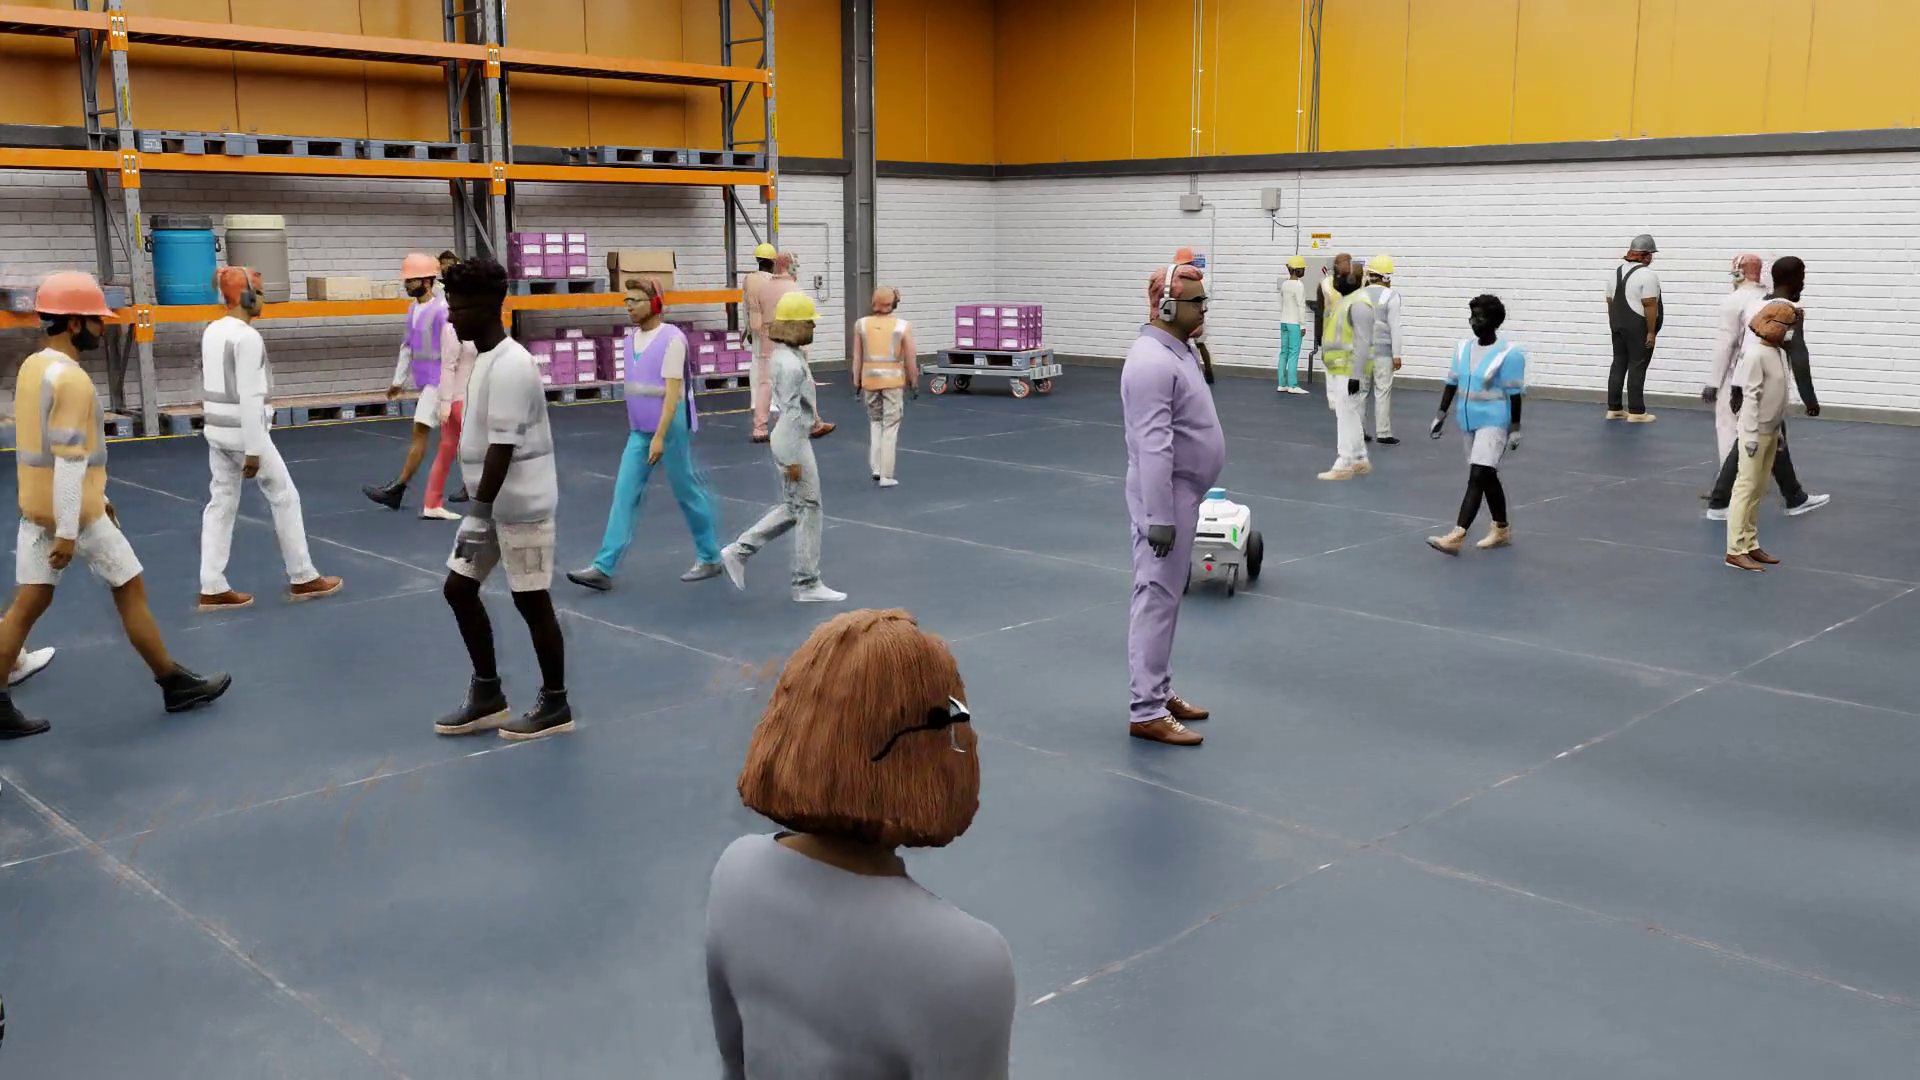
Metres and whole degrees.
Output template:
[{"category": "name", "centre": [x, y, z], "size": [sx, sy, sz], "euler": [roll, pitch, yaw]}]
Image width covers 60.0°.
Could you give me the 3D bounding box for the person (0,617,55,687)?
[{"category": "person", "centre": [-4.416, -0.065, 7.108], "size": [0.526, 1.583, 0.888], "euler": [4, 11, 23]}]

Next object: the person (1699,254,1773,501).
[{"category": "person", "centre": [6.059, -1.258, 12.870], "size": [0.672, 1.896, 0.435], "euler": [-6, 12, -31]}]

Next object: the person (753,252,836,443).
[{"category": "person", "centre": [-1.694, -1.893, 16.370], "size": [0.656, 1.854, 0.981], "euler": [8, 13, 38]}]

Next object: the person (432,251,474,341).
[{"category": "person", "centre": [-5.480, -2.185, 17.970], "size": [0.509, 1.860, 0.318], "euler": [-2, 11, -13]}]

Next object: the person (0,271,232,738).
[{"category": "person", "centre": [-3.602, -0.145, 6.776], "size": [0.552, 1.882, 1.015], "euler": [8, 13, 39]}]

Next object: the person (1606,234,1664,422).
[{"category": "person", "centre": [7.403, -2.314, 18.165], "size": [0.535, 2.000, 0.687], "euler": [-3, 11, -17]}]

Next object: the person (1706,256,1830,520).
[{"category": "person", "centre": [5.795, -1.056, 11.760], "size": [0.969, 1.867, 0.604], "euler": [0, 10, 2]}]

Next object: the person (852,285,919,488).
[{"category": "person", "centre": [-0.584, -1.237, 13.433], "size": [0.540, 1.620, 0.519], "euler": [4, 11, 19]}]

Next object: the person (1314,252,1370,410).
[{"category": "person", "centre": [4.456, -2.434, 19.388], "size": [0.655, 1.834, 0.577], "euler": [2, 11, 11]}]

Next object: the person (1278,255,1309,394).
[{"category": "person", "centre": [4.283, -2.757, 21.328], "size": [0.316, 1.769, 0.525], "euler": [-4, 11, -19]}]

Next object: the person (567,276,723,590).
[{"category": "person", "centre": [-1.783, -0.606, 9.529], "size": [0.574, 1.789, 1.001], "euler": [9, 14, 41]}]

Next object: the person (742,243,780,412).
[{"category": "person", "centre": [-2.236, -2.435, 19.131], "size": [0.594, 1.926, 0.367], "euler": [8, 13, 38]}]

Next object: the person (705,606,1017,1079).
[{"category": "person", "centre": [-0.097, 0.873, 1.897], "size": [0.361, 1.621, 0.518], "euler": [-9, 14, -40]}]

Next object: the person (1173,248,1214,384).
[{"category": "person", "centre": [3.068, -2.957, 22.204], "size": [1.075, 1.846, 0.548], "euler": [-8, 13, -38]}]

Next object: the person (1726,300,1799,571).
[{"category": "person", "centre": [4.895, -0.639, 10.138], "size": [0.282, 1.633, 0.498], "euler": [10, 14, 43]}]

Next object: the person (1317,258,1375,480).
[{"category": "person", "centre": [3.211, -1.408, 13.822], "size": [0.430, 1.854, 0.628], "euler": [0, 10, 1]}]

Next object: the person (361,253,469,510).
[{"category": "person", "centre": [-4.001, -1.175, 12.367], "size": [1.015, 1.875, 0.556], "euler": [-8, 13, -36]}]

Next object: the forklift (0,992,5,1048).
[{"category": "forklift", "centre": [-3.245, 0.323, 3.363], "size": [2.313, 2.155, 1.214], "euler": [2, 11, 13]}]

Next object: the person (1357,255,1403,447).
[{"category": "person", "centre": [4.021, -1.819, 16.026], "size": [0.404, 1.835, 0.586], "euler": [-8, 13, -38]}]

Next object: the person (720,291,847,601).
[{"category": "person", "centre": [-0.973, -0.500, 9.126], "size": [0.616, 1.721, 0.492], "euler": [-2, 11, -11]}]

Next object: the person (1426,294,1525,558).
[{"category": "person", "centre": [3.252, -0.719, 10.519], "size": [0.873, 1.653, 0.551], "euler": [-5, 12, -25]}]

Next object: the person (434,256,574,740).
[{"category": "person", "centre": [-1.870, -0.136, 6.577], "size": [0.678, 1.937, 0.609], "euler": [-6, 12, -29]}]

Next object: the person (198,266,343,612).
[{"category": "person", "centre": [-3.819, -0.554, 9.085], "size": [0.593, 1.851, 0.870], "euler": [8, 13, 39]}]

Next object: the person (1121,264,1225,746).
[{"category": "person", "centre": [0.857, -0.147, 6.708], "size": [0.409, 1.906, 0.651], "euler": [2, 11, 13]}]

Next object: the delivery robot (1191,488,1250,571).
[{"category": "delivery robot", "centre": [1.486, -0.058, 9.660], "size": [0.477, 0.478, 0.707], "euler": [3, 11, 15]}]

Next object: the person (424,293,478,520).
[{"category": "person", "centre": [-3.444, -0.985, 11.795], "size": [0.868, 1.708, 0.561], "euler": [-2, 11, -10]}]
